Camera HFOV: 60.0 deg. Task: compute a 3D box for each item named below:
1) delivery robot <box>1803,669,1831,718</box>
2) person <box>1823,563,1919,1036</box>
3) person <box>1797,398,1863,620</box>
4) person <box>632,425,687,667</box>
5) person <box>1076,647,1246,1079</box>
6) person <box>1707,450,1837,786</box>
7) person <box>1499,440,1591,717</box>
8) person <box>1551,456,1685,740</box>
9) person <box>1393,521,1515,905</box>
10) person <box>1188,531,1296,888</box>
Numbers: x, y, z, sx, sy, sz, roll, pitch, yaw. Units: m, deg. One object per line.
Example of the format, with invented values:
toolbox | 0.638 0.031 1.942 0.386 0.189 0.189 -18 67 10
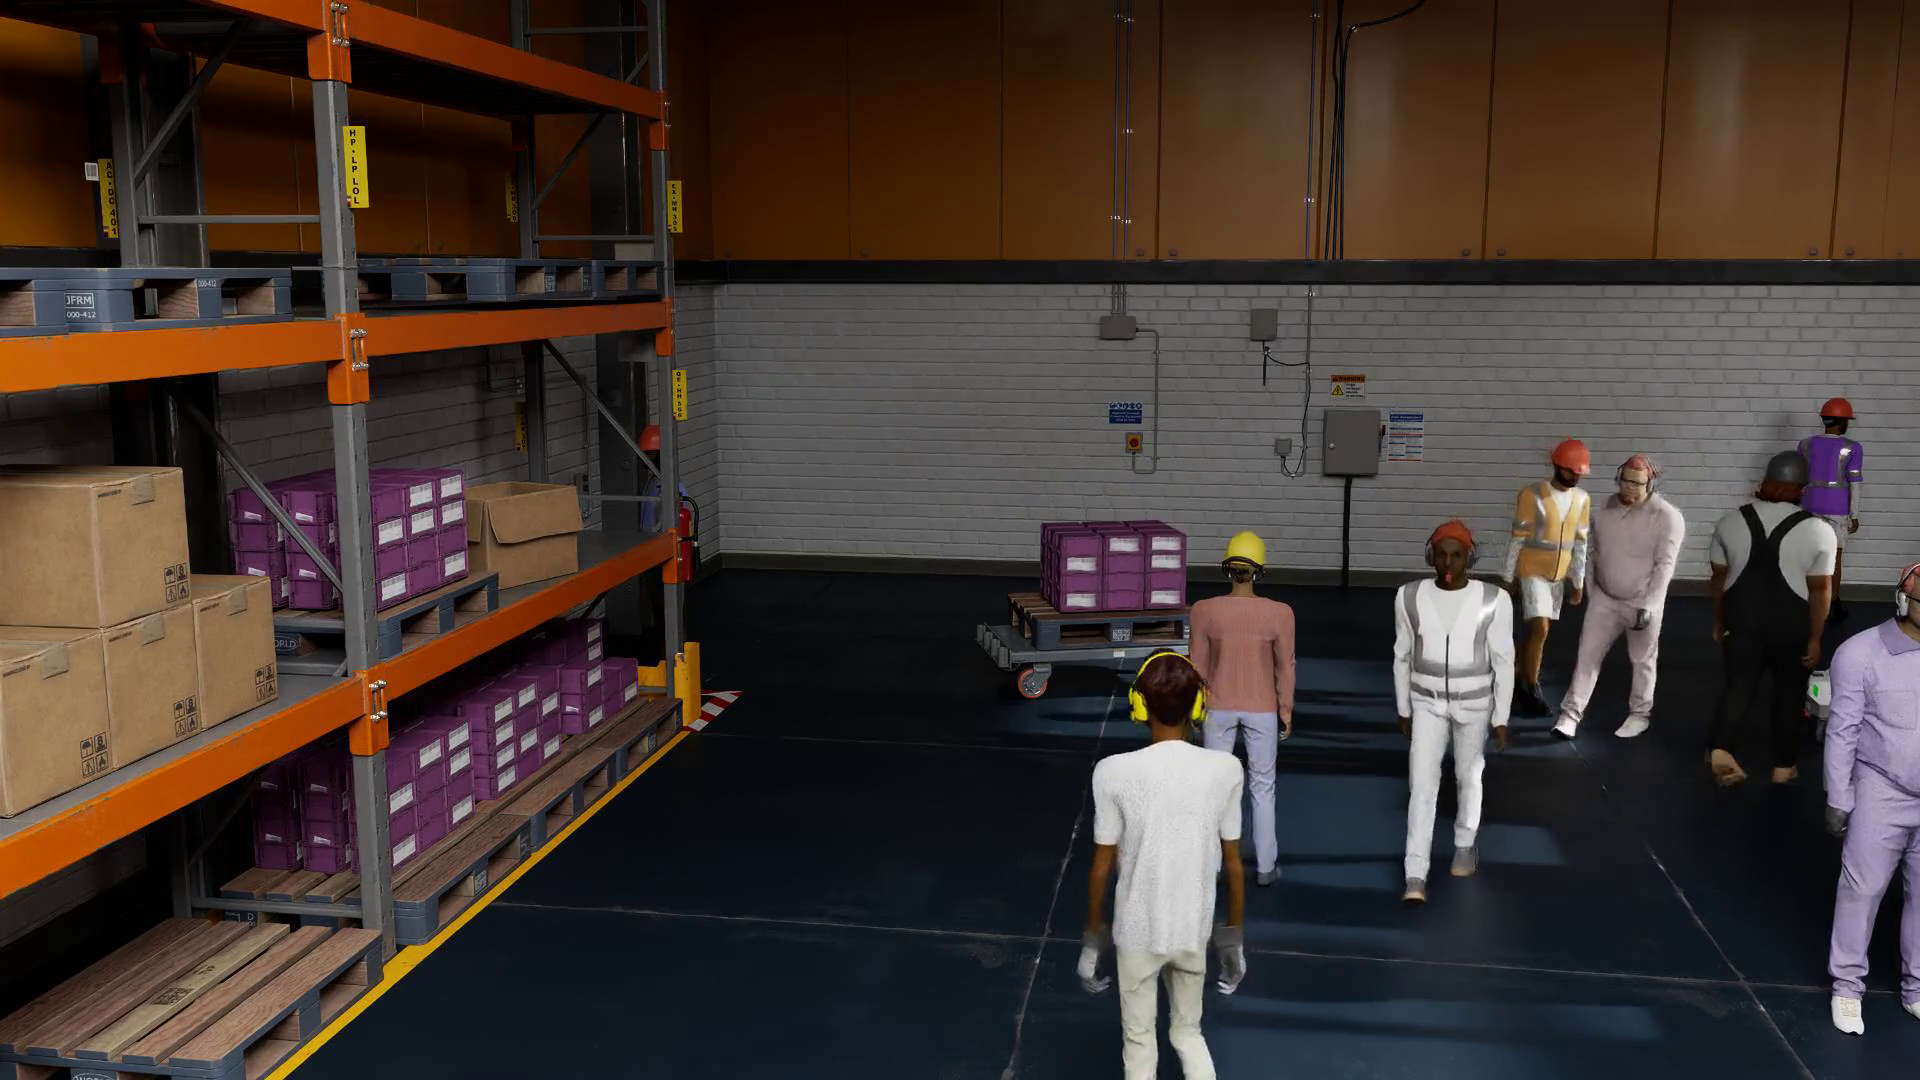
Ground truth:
delivery robot | 5.799 0.977 10.754 0.707 0.478 0.477 1 9 3
person | 3.764 1.026 6.583 0.651 1.907 0.409 1 9 5
person | 7.564 -0.273 14.508 0.370 1.933 0.550 -8 12 -42
person | -2.151 0.142 11.941 0.357 1.938 0.545 -6 11 -31
person | 0.645 1.275 5.227 0.529 1.857 0.473 -2 9 -14
person | 4.695 0.454 9.696 0.692 2.000 0.850 8 12 42
person | 4.056 0.255 11.380 0.584 1.892 0.755 -3 10 -19
person | 4.205 0.402 10.578 0.937 1.860 0.650 -9 13 -44
person | 2.378 0.826 8.075 0.592 1.831 1.012 4 10 24
person | 1.381 0.833 8.203 0.528 1.767 0.329 2 9 12
